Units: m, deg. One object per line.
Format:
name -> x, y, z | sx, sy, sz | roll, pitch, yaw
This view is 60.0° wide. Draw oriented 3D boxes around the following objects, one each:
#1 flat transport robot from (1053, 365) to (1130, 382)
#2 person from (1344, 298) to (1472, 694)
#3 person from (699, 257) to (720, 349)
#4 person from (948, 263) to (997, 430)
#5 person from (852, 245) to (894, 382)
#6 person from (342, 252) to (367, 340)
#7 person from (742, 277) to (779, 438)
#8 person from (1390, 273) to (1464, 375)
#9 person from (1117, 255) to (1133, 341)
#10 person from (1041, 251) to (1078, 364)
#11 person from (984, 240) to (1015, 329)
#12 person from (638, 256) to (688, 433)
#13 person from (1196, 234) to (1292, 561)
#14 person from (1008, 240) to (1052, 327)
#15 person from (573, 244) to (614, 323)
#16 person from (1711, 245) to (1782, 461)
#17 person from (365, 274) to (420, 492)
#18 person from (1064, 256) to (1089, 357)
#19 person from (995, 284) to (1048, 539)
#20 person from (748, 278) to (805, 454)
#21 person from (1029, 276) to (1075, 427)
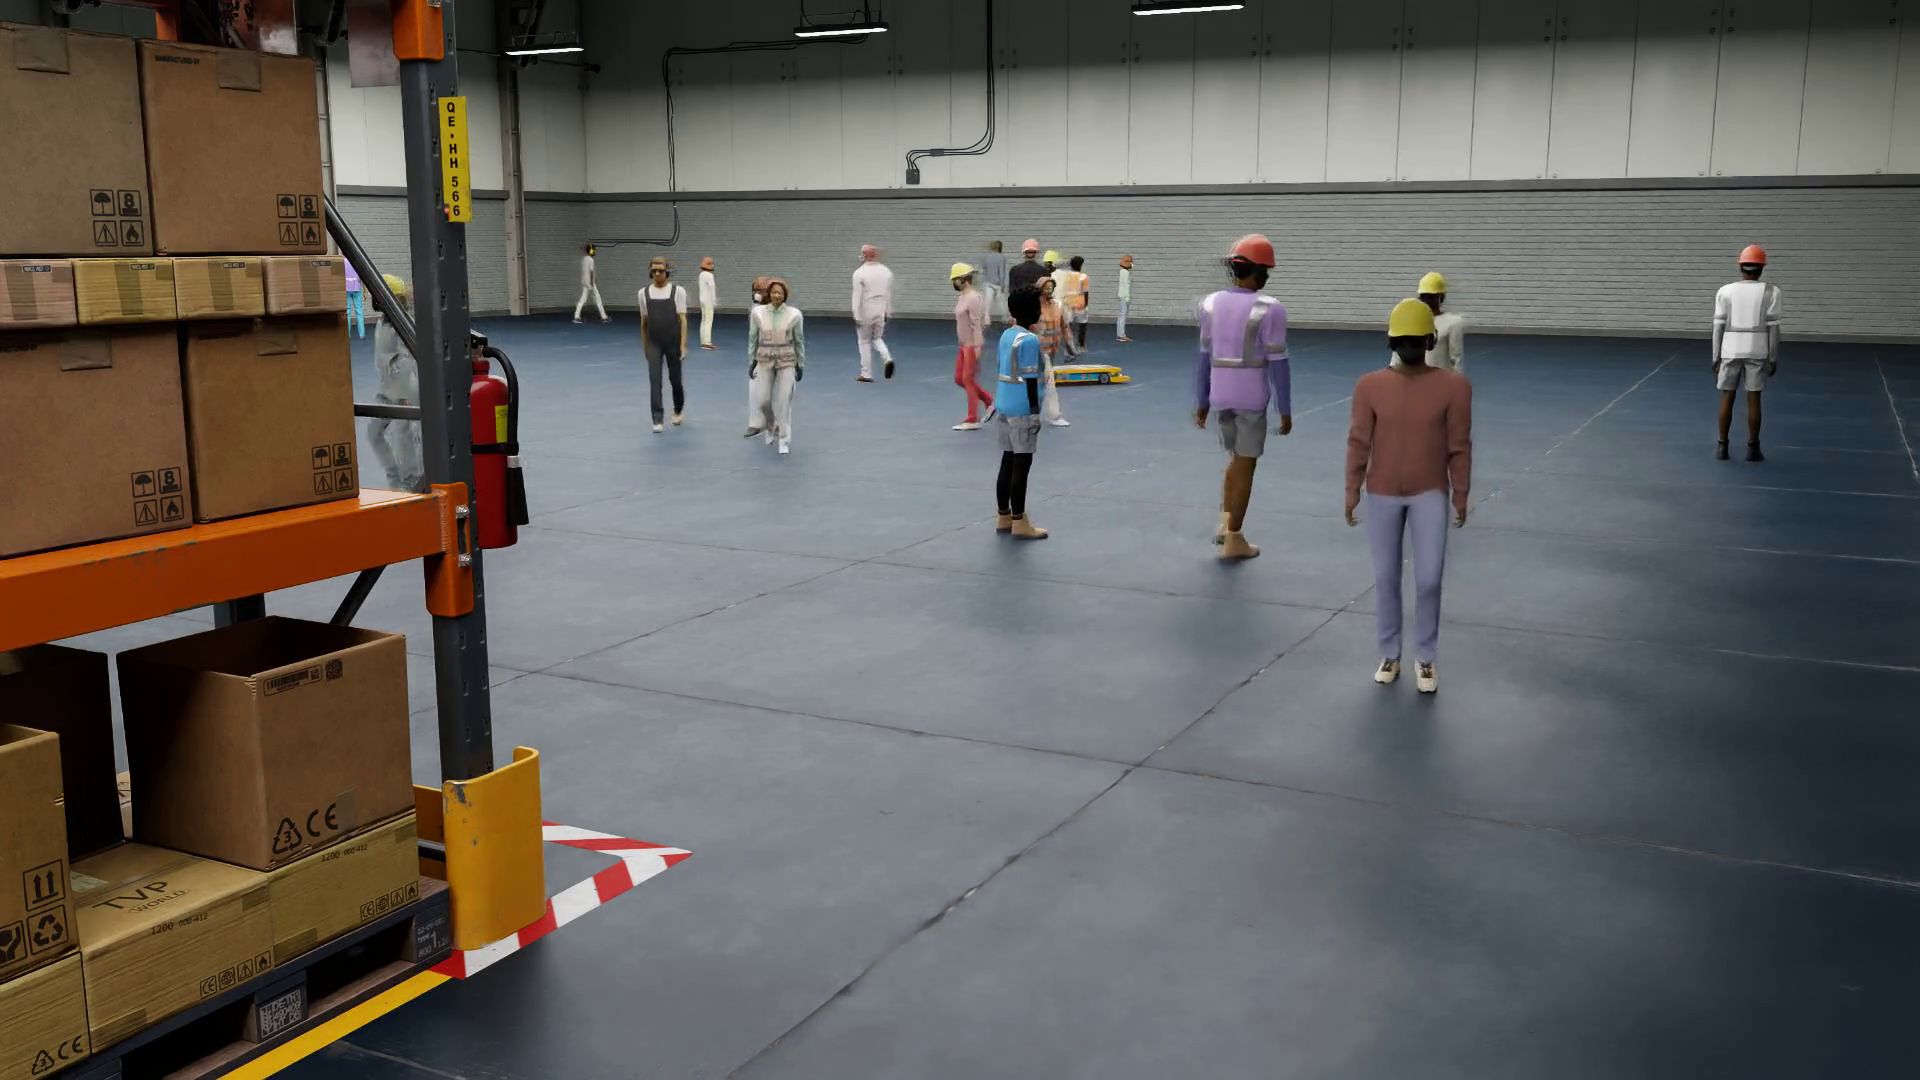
flat transport robot -> 1.543, -2.267, 22.736 | 1.431, 0.197, 0.652 | -4, 11, -22
person -> 1.972, -0.189, 7.384 | 0.538, 1.749, 0.556 | 4, 11, 23
person -> -4.509, -4.239, 29.770 | 0.265, 1.632, 0.507 | -6, 12, -30
person -> 0.147, -2.021, 17.374 | 0.519, 1.738, 0.589 | -3, 11, -16
person -> -1.211, -3.116, 22.941 | 0.665, 1.888, 0.504 | -9, 14, -39
person -> -11.786, -4.789, 32.188 | 0.572, 1.844, 0.376 | -4, 11, -23
person -> -1.960, -1.813, 16.614 | 0.493, 1.599, 0.689 | 5, 11, 25
person -> 3.645, -1.227, 13.110 | 0.532, 1.724, 0.900 | 9, 14, 40
person -> 3.186, -4.659, 32.058 | 0.271, 1.632, 0.503 | -1, 10, -5
person -> 1.462, -3.632, 26.069 | 0.963, 1.789, 0.591 | -8, 13, -36
person -> 0.873, -5.542, 36.141 | 0.957, 1.897, 0.661 | -9, 14, -42
person -> -3.068, -2.038, 17.282 | 0.511, 1.822, 0.799 | 0, 10, -3
person -> 1.805, -0.880, 10.384 | 0.540, 2.020, 0.631 | -9, 14, -41
person -> 0.959, -3.150, 22.965 | 0.649, 1.944, 0.991 | -1, 10, -6
person -> -8.586, -5.961, 38.660 | 0.980, 1.823, 0.512 | -9, 14, -41
person -> 7.072, -1.677, 14.979 | 0.551, 1.932, 0.378 | 6, 12, 30
person -> -4.275, -1.116, 12.443 | 0.433, 1.727, 0.514 | -10, 14, -43
person -> 1.961, -3.930, 27.973 | 0.555, 1.656, 0.762 | 5, 11, 25
person -> 0.412, -0.861, 11.176 | 0.319, 1.695, 0.539 | -3, 11, -18
person -> -1.705, -1.622, 15.504 | 0.535, 1.624, 0.413 | 0, 10, -1
person -> 0.880, -2.036, 17.861 | 0.516, 1.594, 0.868 | -9, 14, -42
